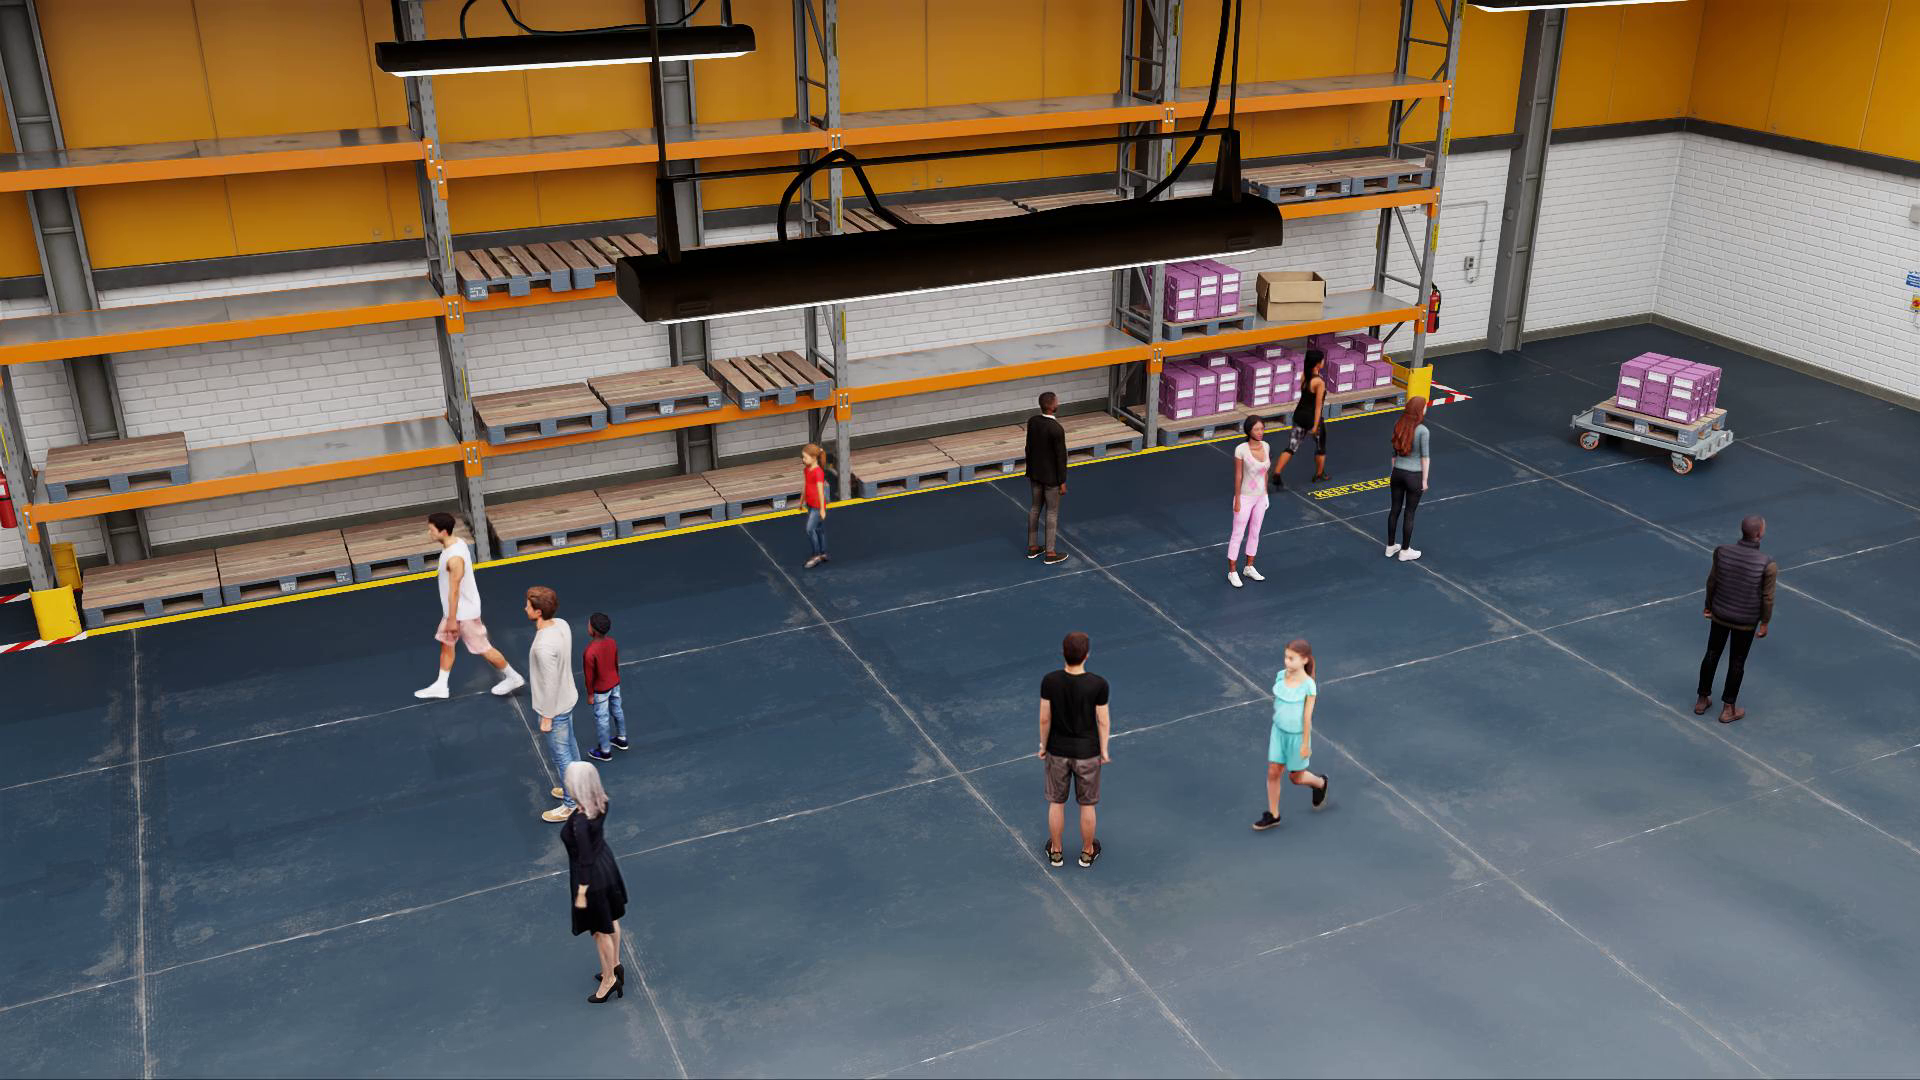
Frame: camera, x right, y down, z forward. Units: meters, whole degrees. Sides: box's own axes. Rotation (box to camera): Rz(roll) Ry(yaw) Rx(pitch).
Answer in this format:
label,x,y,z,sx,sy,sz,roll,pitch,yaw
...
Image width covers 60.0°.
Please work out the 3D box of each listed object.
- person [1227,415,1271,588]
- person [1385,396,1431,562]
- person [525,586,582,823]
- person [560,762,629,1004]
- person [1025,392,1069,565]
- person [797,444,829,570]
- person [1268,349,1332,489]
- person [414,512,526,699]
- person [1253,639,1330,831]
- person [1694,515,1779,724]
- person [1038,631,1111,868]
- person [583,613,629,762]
label,x,y,z,sx,sy,sz,roll,pitch,yaw
person,2.863,-0.403,16.437,0.476,1.741,0.641,-13,27,-28
person,4.567,-0.638,16.972,0.608,1.742,0.641,-18,29,-36
person,-3.038,1.223,12.516,0.725,1.902,0.751,0,24,1
person,-2.336,2.161,10.563,0.719,1.746,0.696,2,24,4
person,0.876,-0.647,16.921,0.658,1.800,0.717,-21,31,-39
person,-1.409,-0.364,16.898,0.560,1.300,0.532,-13,27,-27
person,3.848,-1.338,18.725,1.128,1.622,0.670,-14,27,-30
person,-4.142,0.591,14.169,1.177,1.736,0.738,-7,25,-16
person,2.538,1.446,12.456,0.971,1.540,0.655,-15,28,-31
person,6.484,0.641,13.932,0.675,1.835,0.756,-20,31,-38
person,0.804,1.503,11.925,0.729,1.861,0.832,3,24,8
person,-2.873,1.168,13.451,0.638,1.253,0.561,13,27,27
